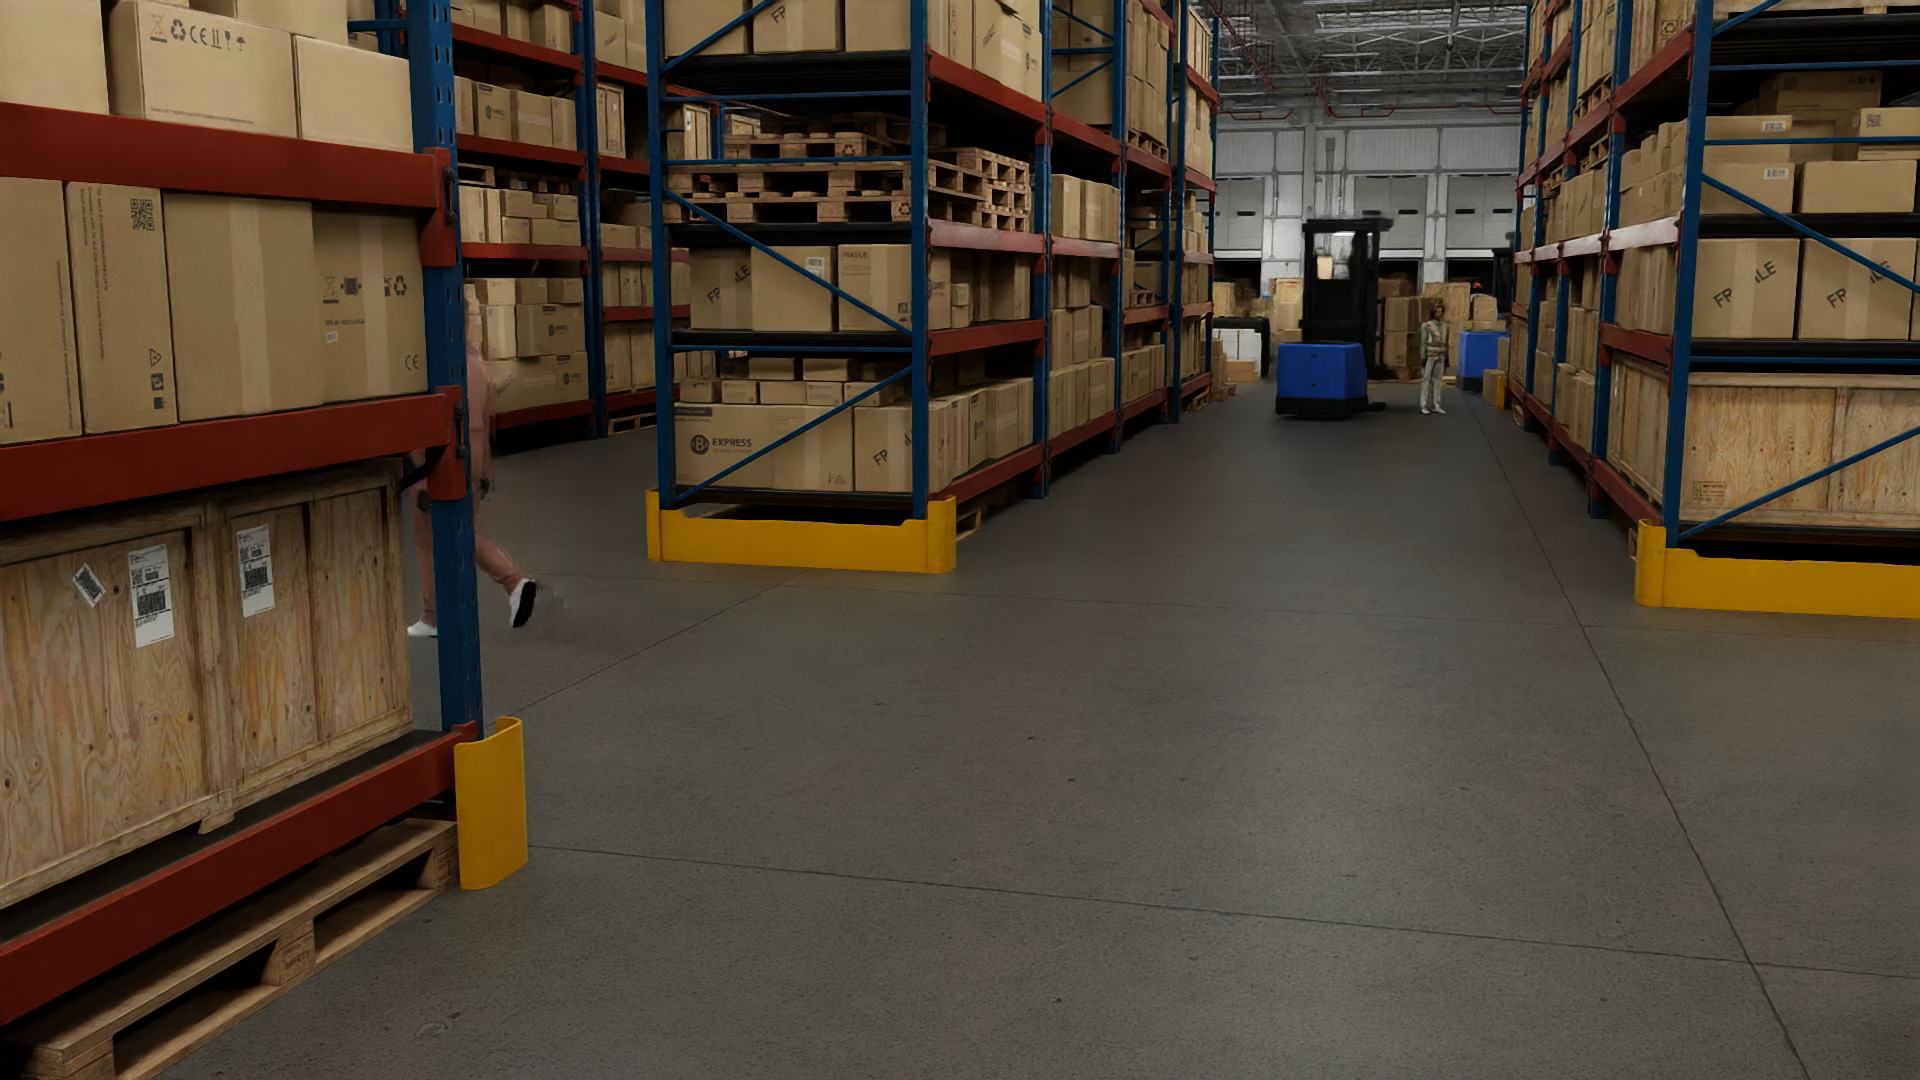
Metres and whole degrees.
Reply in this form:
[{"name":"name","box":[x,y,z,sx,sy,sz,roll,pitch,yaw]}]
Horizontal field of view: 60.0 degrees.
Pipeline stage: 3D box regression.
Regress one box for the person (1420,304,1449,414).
[{"name":"person","box":[7.079,-2.695,24.821,0.513,1.641,0.307,-4,10,-25]}]

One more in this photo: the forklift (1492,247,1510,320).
[{"name":"forklift","box":[14.408,-6.284,43.693,1.873,2.768,1.129,-8,12,-41]}]

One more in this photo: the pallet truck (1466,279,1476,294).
[{"name":"pallet truck","box":[18.896,-8.459,60.307,1.885,1.965,0.823,5,10,31]}]

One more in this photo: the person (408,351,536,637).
[{"name":"person","box":[-2.797,-0.370,9.291,0.715,1.886,0.649,3,9,18]}]

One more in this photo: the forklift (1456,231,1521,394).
[{"name":"forklift","box":[9.710,-3.960,28.932,1.873,2.768,1.129,1,9,9]}]

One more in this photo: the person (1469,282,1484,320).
[{"name":"person","box":[14.829,-6.452,47.813,0.557,1.924,0.495,-1,9,-6]}]

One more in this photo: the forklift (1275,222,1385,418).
[{"name":"forklift","box":[5.454,-3.238,24.345,1.129,2.768,1.873,5,10,30]}]
